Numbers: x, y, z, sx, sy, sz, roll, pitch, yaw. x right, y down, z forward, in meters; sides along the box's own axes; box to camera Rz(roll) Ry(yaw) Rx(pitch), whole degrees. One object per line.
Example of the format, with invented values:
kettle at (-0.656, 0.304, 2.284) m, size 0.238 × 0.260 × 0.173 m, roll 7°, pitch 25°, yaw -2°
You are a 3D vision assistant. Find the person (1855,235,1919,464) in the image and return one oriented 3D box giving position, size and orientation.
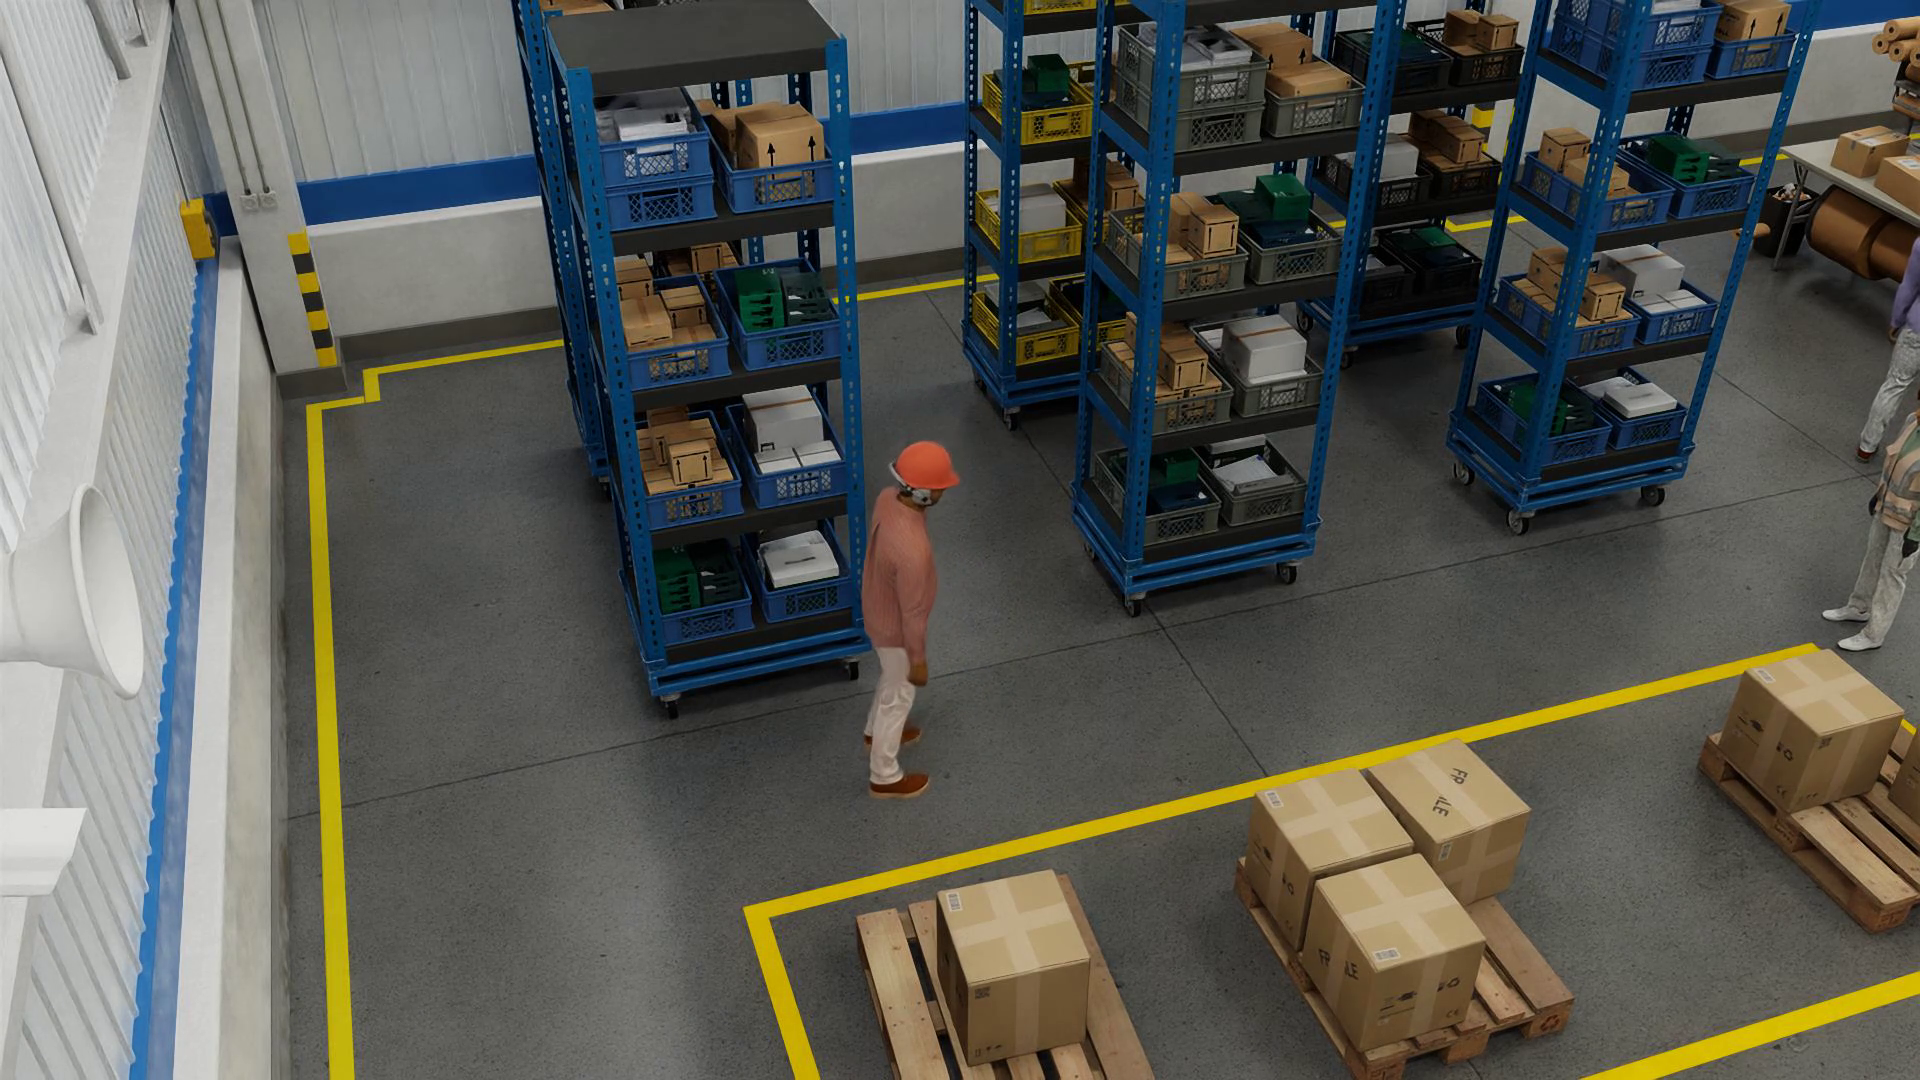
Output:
person at (6.157, -1.301, 10.453) m, size 0.625 × 1.930 × 0.379 m, roll 27°, pitch 43°, yaw 32°

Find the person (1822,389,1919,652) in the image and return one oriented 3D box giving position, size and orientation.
person at (5.113, -0.125, 9.037) m, size 0.313 × 1.634 × 0.514 m, roll 2°, pitch 35°, yaw 3°

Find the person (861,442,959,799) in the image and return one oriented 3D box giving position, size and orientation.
person at (-0.247, 0.395, 8.014) m, size 0.496 × 1.966 × 0.652 m, roll -6°, pitch 36°, yaw -9°
